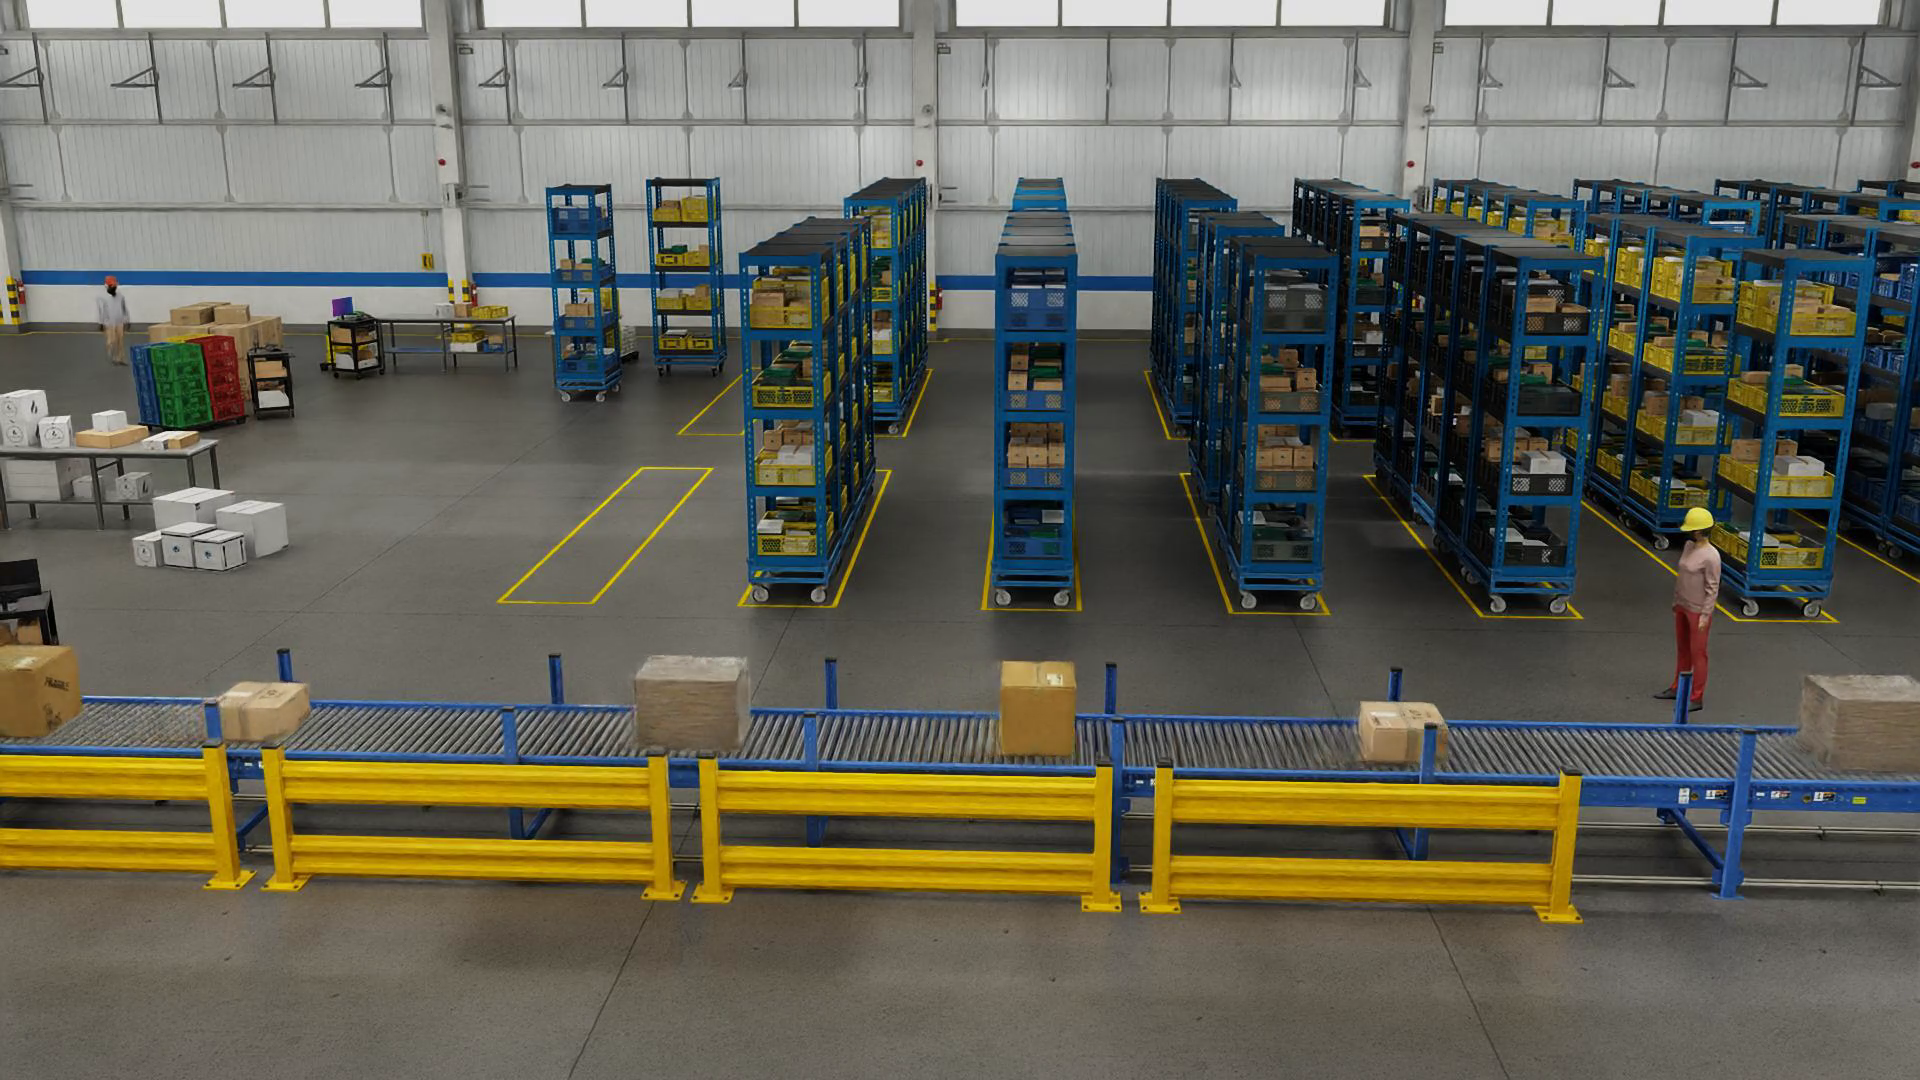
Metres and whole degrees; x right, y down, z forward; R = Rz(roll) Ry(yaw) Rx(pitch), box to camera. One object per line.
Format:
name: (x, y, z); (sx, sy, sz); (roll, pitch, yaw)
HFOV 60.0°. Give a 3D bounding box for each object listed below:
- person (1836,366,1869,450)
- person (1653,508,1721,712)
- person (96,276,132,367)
person: (12.608, -2.008, 23.511); (0.503, 1.834, 0.583); (7, 17, 25)
person: (6.176, 0.582, 14.049); (0.325, 1.760, 0.523); (-1, 15, -5)
person: (-16.072, -4.162, 31.682); (0.485, 1.733, 0.595); (8, 17, 28)
